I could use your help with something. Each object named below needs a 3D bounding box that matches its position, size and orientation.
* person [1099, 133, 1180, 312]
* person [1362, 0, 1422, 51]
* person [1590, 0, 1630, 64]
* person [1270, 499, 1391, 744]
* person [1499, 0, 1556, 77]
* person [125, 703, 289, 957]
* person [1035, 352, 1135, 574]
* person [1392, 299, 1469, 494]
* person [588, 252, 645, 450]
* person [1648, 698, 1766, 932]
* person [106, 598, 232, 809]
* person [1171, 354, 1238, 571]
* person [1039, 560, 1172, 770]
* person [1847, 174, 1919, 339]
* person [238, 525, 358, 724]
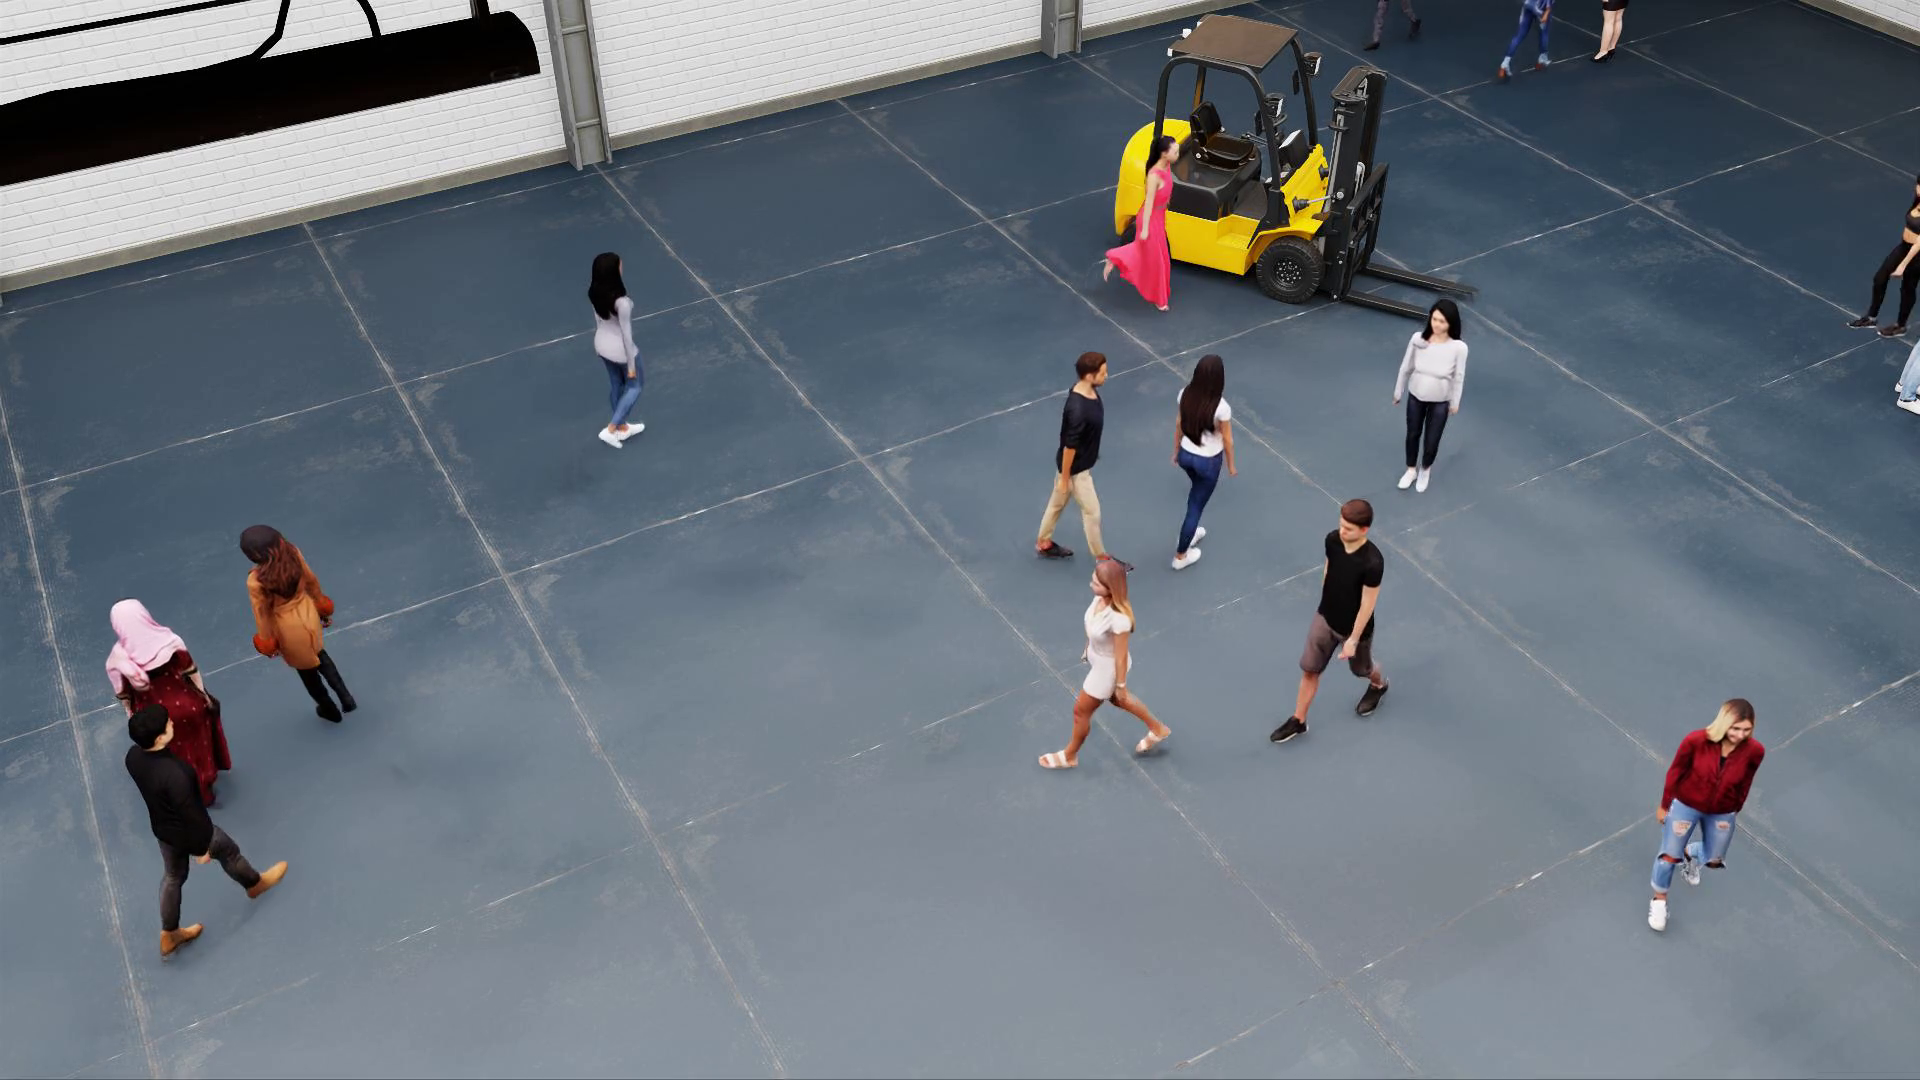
[{"bbox_3d":[1.648,-2.863,14.989,0.981,1.701,1.000,17,42,20],"label":"person"},{"bbox_3d":[5.269,-6.700,19.754,1.092,1.750,0.650,-24,44,-27],"label":"person"},{"bbox_3d":[7.714,-6.419,19.484,0.507,1.648,0.651,-29,47,-32],"label":"person"},{"bbox_3d":[2.561,0.493,10.680,1.239,1.834,0.762,-26,45,-29],"label":"person"},{"bbox_3d":[6.569,-6.061,19.096,1.094,1.574,0.702,-22,44,-25],"label":"person"},{"bbox_3d":[-4.437,1.645,9.355,1.002,1.687,1.186,20,43,23],"label":"person"},{"bbox_3d":[0.738,-0.556,12.003,1.110,1.822,1.015,6,39,8],"label":"person"},{"bbox_3d":[3.654,-1.135,12.835,0.743,1.689,0.755,21,43,24],"label":"person"},{"bbox_3d":[-2.797,-1.443,13.197,0.803,1.718,0.901,24,45,27],"label":"person"},{"bbox_3d":[4.263,1.506,9.581,0.874,1.622,0.927,8,39,10],"label":"person"},{"bbox_3d":[-4.816,1.037,10.151,0.620,1.643,0.740,-21,43,-24],"label":"person"},{"bbox_3d":[1.666,-0.513,12.001,0.772,1.759,0.696,-28,47,-31],"label":"person"},{"bbox_3d":[1.011,0.790,10.444,1.184,1.664,0.853,-6,39,-7],"label":"person"},{"bbox_3d":[8.444,-2.494,14.594,0.805,1.617,0.691,-4,39,-5],"label":"person"},{"bbox_3d":[-4.187,0.611,10.637,0.919,1.703,0.841,25,45,28],"label":"person"}]
